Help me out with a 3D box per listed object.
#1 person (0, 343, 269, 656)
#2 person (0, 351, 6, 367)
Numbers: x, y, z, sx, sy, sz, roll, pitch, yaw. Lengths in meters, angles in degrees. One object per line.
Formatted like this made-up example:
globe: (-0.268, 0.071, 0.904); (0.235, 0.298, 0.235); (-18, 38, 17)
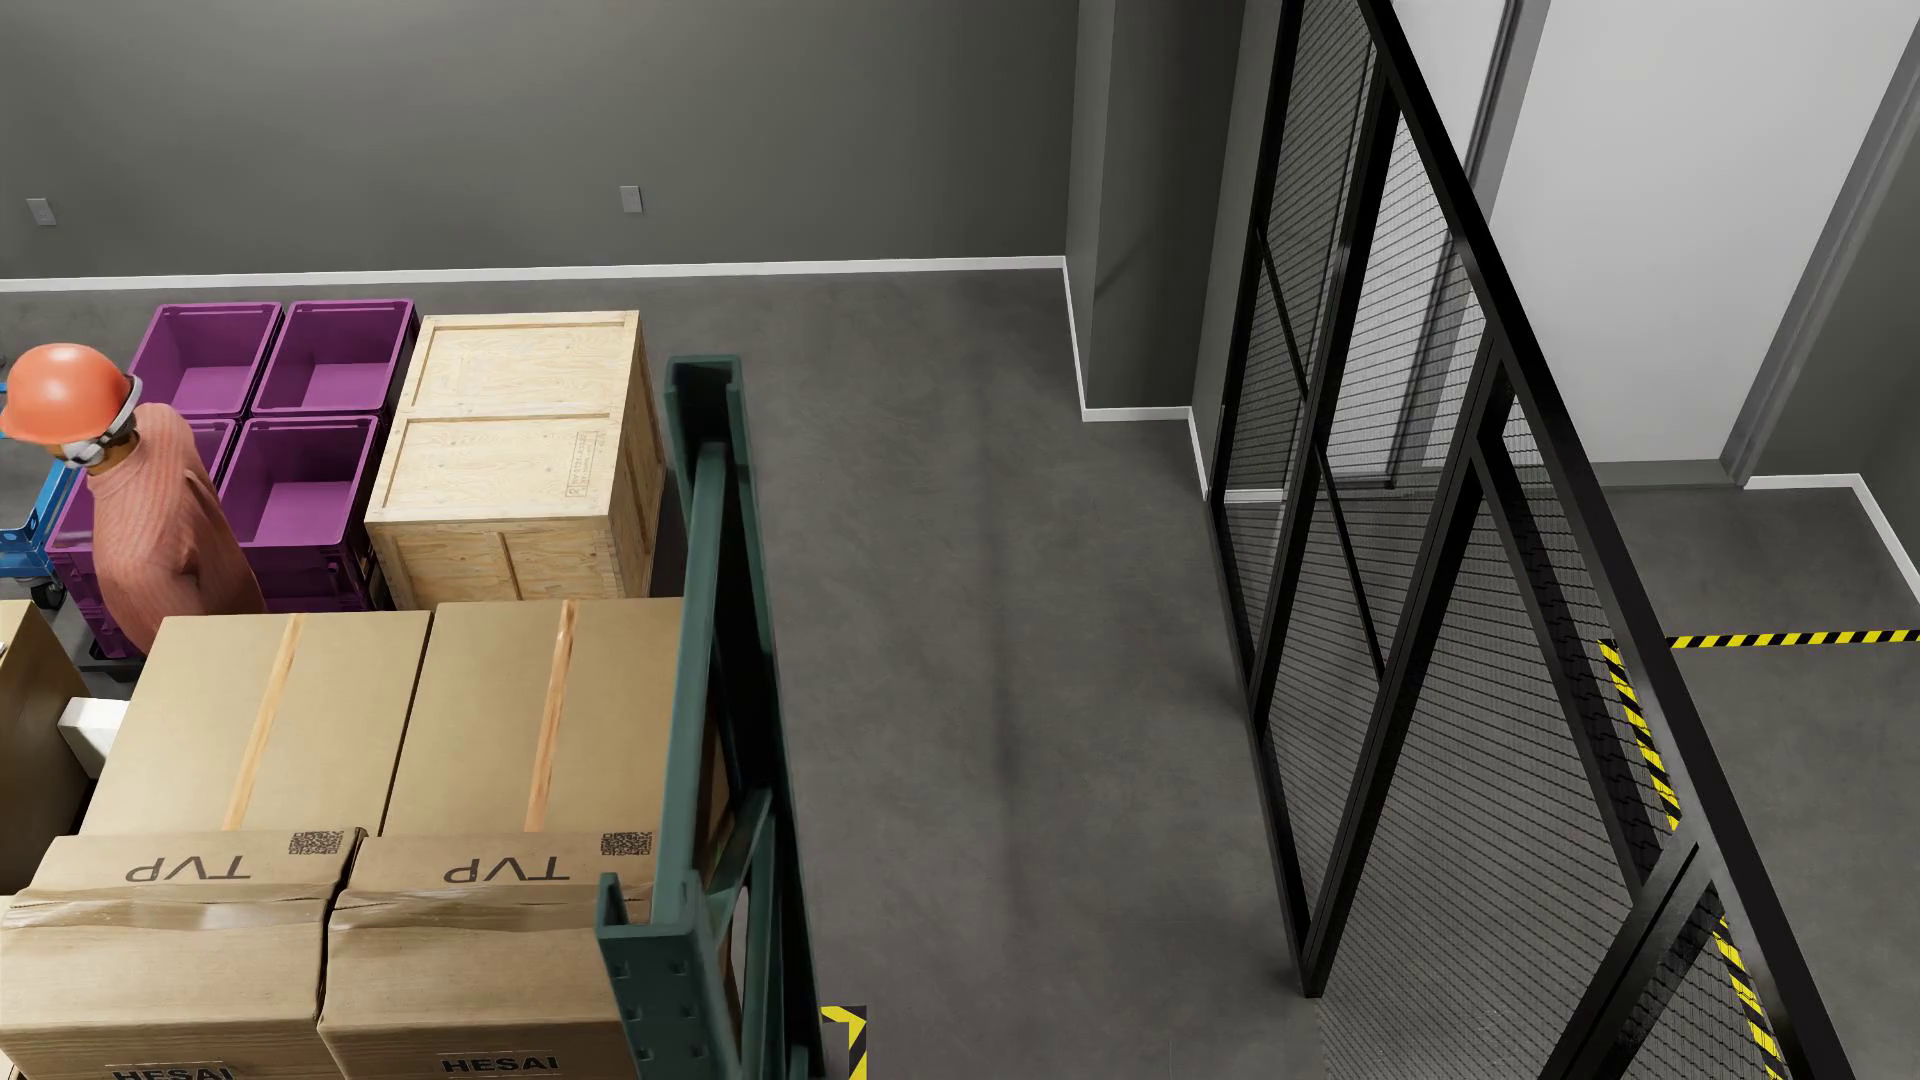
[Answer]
person: (-2.040, 0.257, 4.475); (0.379, 1.993, 0.608); (-12, 47, -11)
person: (-4.026, -1.269, 5.968); (0.355, 1.938, 0.636); (-3, 46, -3)
